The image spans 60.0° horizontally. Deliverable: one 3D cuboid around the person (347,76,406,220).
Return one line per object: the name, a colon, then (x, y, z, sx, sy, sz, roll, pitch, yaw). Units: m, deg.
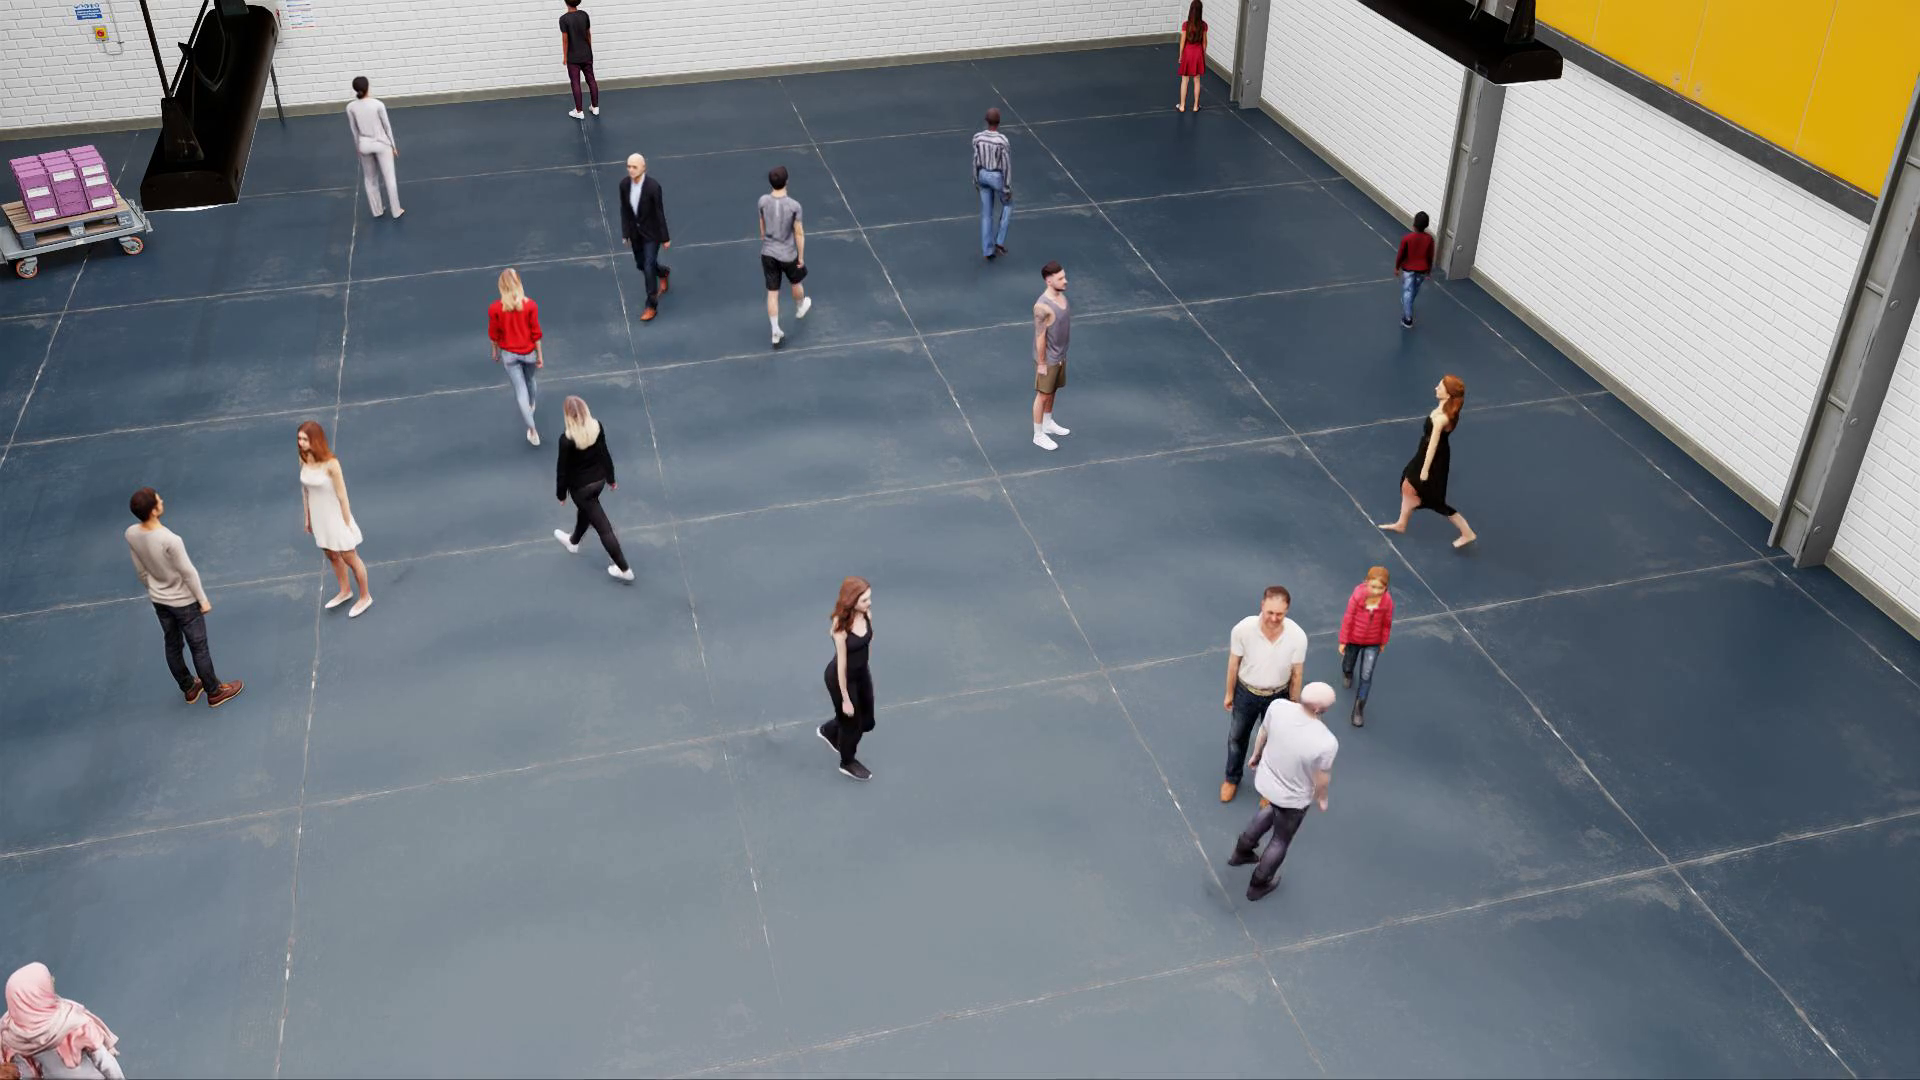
person: (-7.052, -4.731, 20.060, 0.694, 1.735, 0.678, 0, 34, 1)

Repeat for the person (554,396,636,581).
person: (-2.974, -0.375, 13.594, 1.215, 1.638, 1.098, 21, 39, 29)

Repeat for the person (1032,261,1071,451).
person: (0.839, -1.752, 15.506, 0.795, 1.847, 0.708, 15, 36, 21)

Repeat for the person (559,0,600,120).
person: (-5.298, -6.772, 23.086, 0.711, 1.784, 0.723, -27, 42, -34)

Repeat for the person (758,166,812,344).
person: (-1.899, -2.924, 17.250, 1.033, 1.836, 1.259, 7, 34, 11)

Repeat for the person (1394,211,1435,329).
person: (4.849, -2.859, 17.709, 0.632, 1.220, 0.921, -2, 34, -3)

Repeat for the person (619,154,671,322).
person: (-3.347, -3.316, 17.893, 1.077, 1.778, 1.216, 11, 35, 16)

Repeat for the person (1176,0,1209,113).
person: (3.264, -6.796, 23.331, 0.610, 1.554, 0.668, 0, 34, 0)

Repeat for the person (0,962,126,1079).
person: (-4.536, 2.855, 8.585, 0.674, 1.803, 0.639, -3, 34, -4)

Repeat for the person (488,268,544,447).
person: (-4.107, -1.668, 15.525, 0.701, 1.653, 1.117, -12, 35, -17)

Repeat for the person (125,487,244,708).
person: (-5.754, 0.426, 12.182, 0.748, 1.867, 0.756, 10, 35, 15)

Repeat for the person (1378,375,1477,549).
person: (4.082, -0.630, 14.019, 1.045, 1.592, 1.052, 13, 36, 19)

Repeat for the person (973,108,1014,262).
person: (0.340, -3.994, 18.912, 0.825, 1.779, 0.876, 15, 37, 21)

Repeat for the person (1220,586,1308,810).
person: (2.058, 1.030, 11.293, 0.754, 1.844, 0.777, 11, 35, 16)

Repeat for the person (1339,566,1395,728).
person: (2.967, 0.707, 12.273, 0.748, 1.299, 0.910, 7, 34, 11)

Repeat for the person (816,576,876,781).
person: (-0.865, 0.942, 11.541, 0.886, 1.717, 0.824, 18, 38, 25)

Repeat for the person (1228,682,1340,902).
person: (2.020, 1.570, 10.520, 0.724, 1.801, 0.903, 25, 41, 32)

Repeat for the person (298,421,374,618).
person: (-5.005, -0.203, 13.268, 0.667, 1.712, 0.717, 15, 36, 21)
